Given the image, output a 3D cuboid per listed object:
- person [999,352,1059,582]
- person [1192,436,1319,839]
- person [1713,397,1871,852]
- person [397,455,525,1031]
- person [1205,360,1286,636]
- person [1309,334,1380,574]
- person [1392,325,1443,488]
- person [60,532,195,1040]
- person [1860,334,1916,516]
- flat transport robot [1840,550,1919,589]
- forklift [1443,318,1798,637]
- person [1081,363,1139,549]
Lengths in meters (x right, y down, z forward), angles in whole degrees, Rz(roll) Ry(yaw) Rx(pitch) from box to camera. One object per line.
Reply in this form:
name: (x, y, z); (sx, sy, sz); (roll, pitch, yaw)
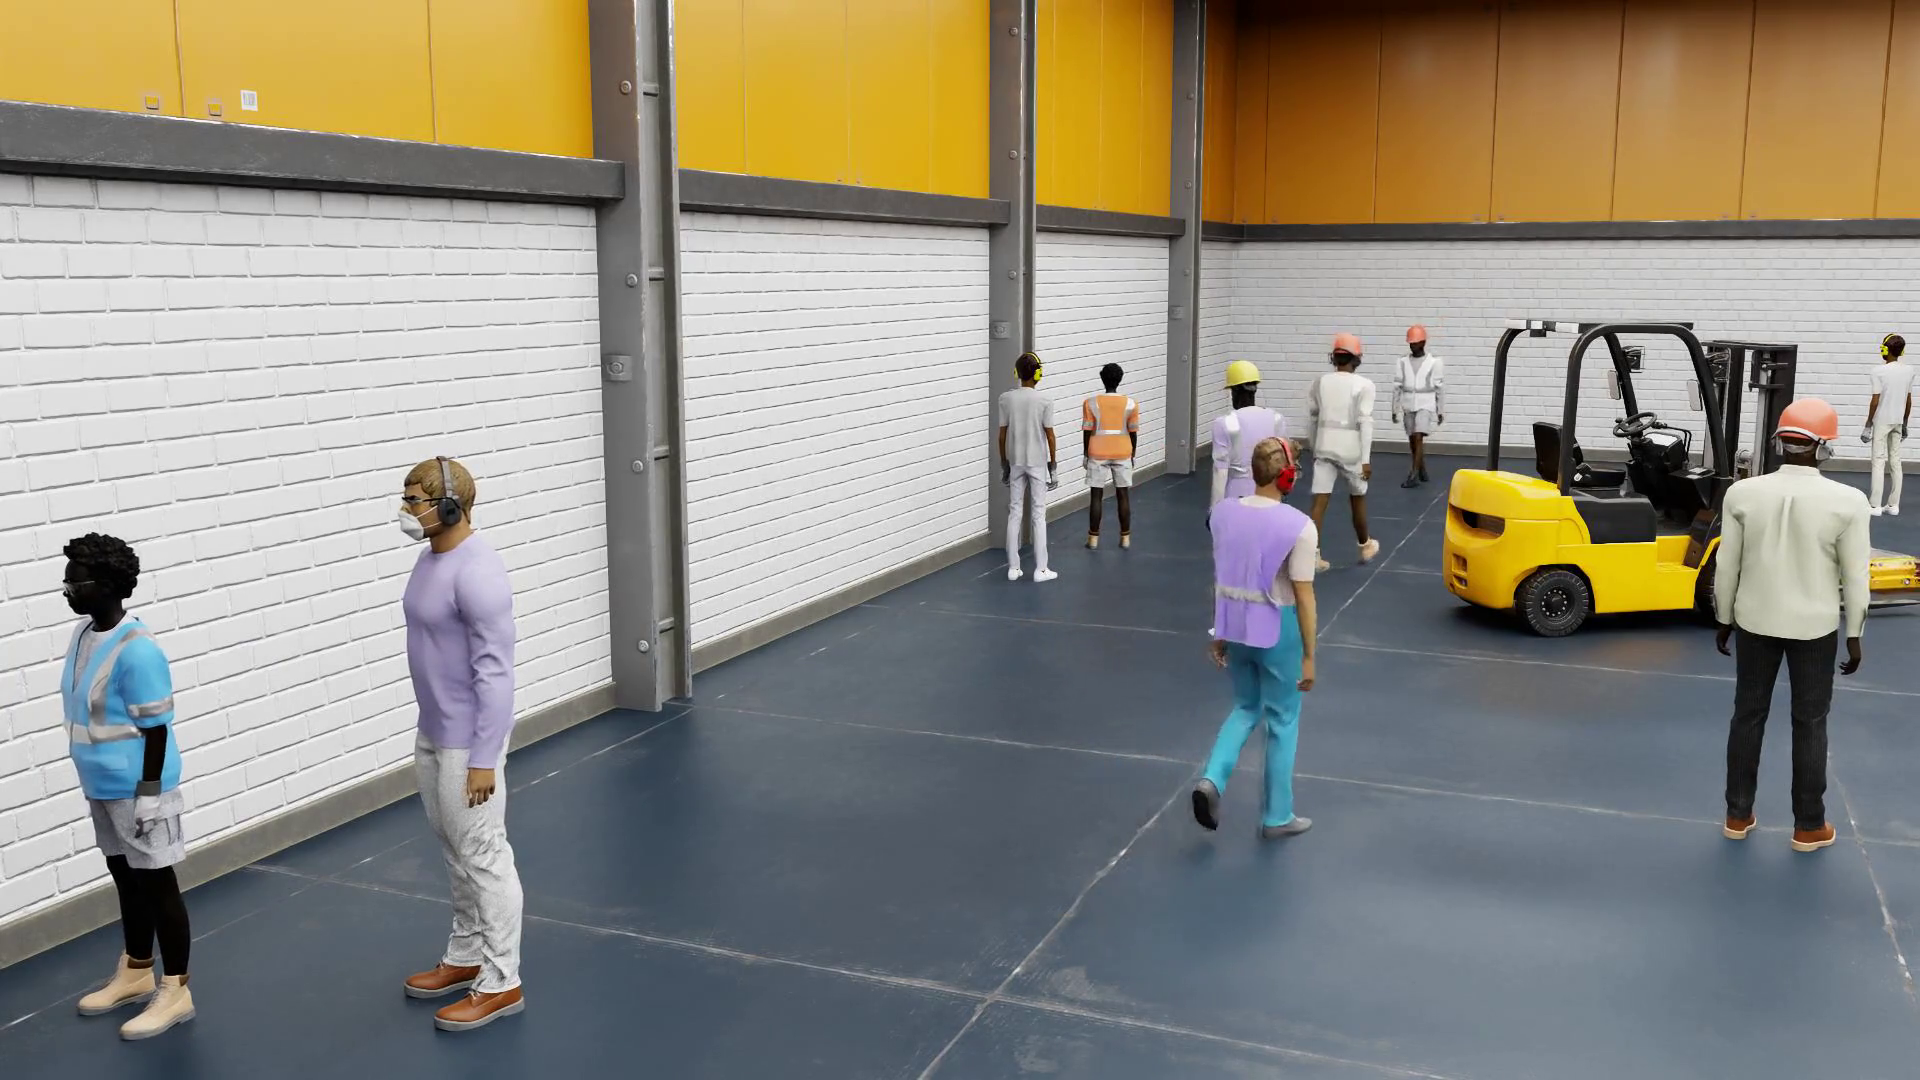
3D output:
person: (0.563, -0.593, 13.549); (0.513, 1.872, 0.328); (4, 10, 22)
person: (1.319, 0.450, 7.356); (0.553, 1.828, 0.596); (-8, 12, -41)
person: (3.668, 0.367, 7.356); (0.621, 1.992, 0.395); (7, 12, 38)
person: (-1.705, 0.676, 5.652); (0.359, 1.938, 0.635); (-6, 11, -34)
person: (1.945, -0.267, 11.413); (0.585, 1.923, 0.376); (-5, 11, -27)
person: (3.246, -0.735, 14.051); (0.664, 1.986, 1.021); (7, 12, 38)
person: (5.369, -1.571, 19.464); (0.555, 1.902, 0.918); (7, 11, 34)
person: (-2.793, 0.811, 5.564); (0.536, 1.696, 0.322); (8, 12, 41)
person: (9.528, -1.178, 17.112); (0.508, 1.868, 0.328); (-2, 10, -12)
flat transport robot: (7.261, 0.175, 13.731); (0.652, 0.197, 1.431); (-2, 10, -14)
forklift: (4.706, -0.497, 11.990); (2.313, 2.155, 1.214); (-2, 10, -10)
person: (1.360, -0.755, 15.097); (0.530, 1.687, 0.321); (-1, 9, -5)
